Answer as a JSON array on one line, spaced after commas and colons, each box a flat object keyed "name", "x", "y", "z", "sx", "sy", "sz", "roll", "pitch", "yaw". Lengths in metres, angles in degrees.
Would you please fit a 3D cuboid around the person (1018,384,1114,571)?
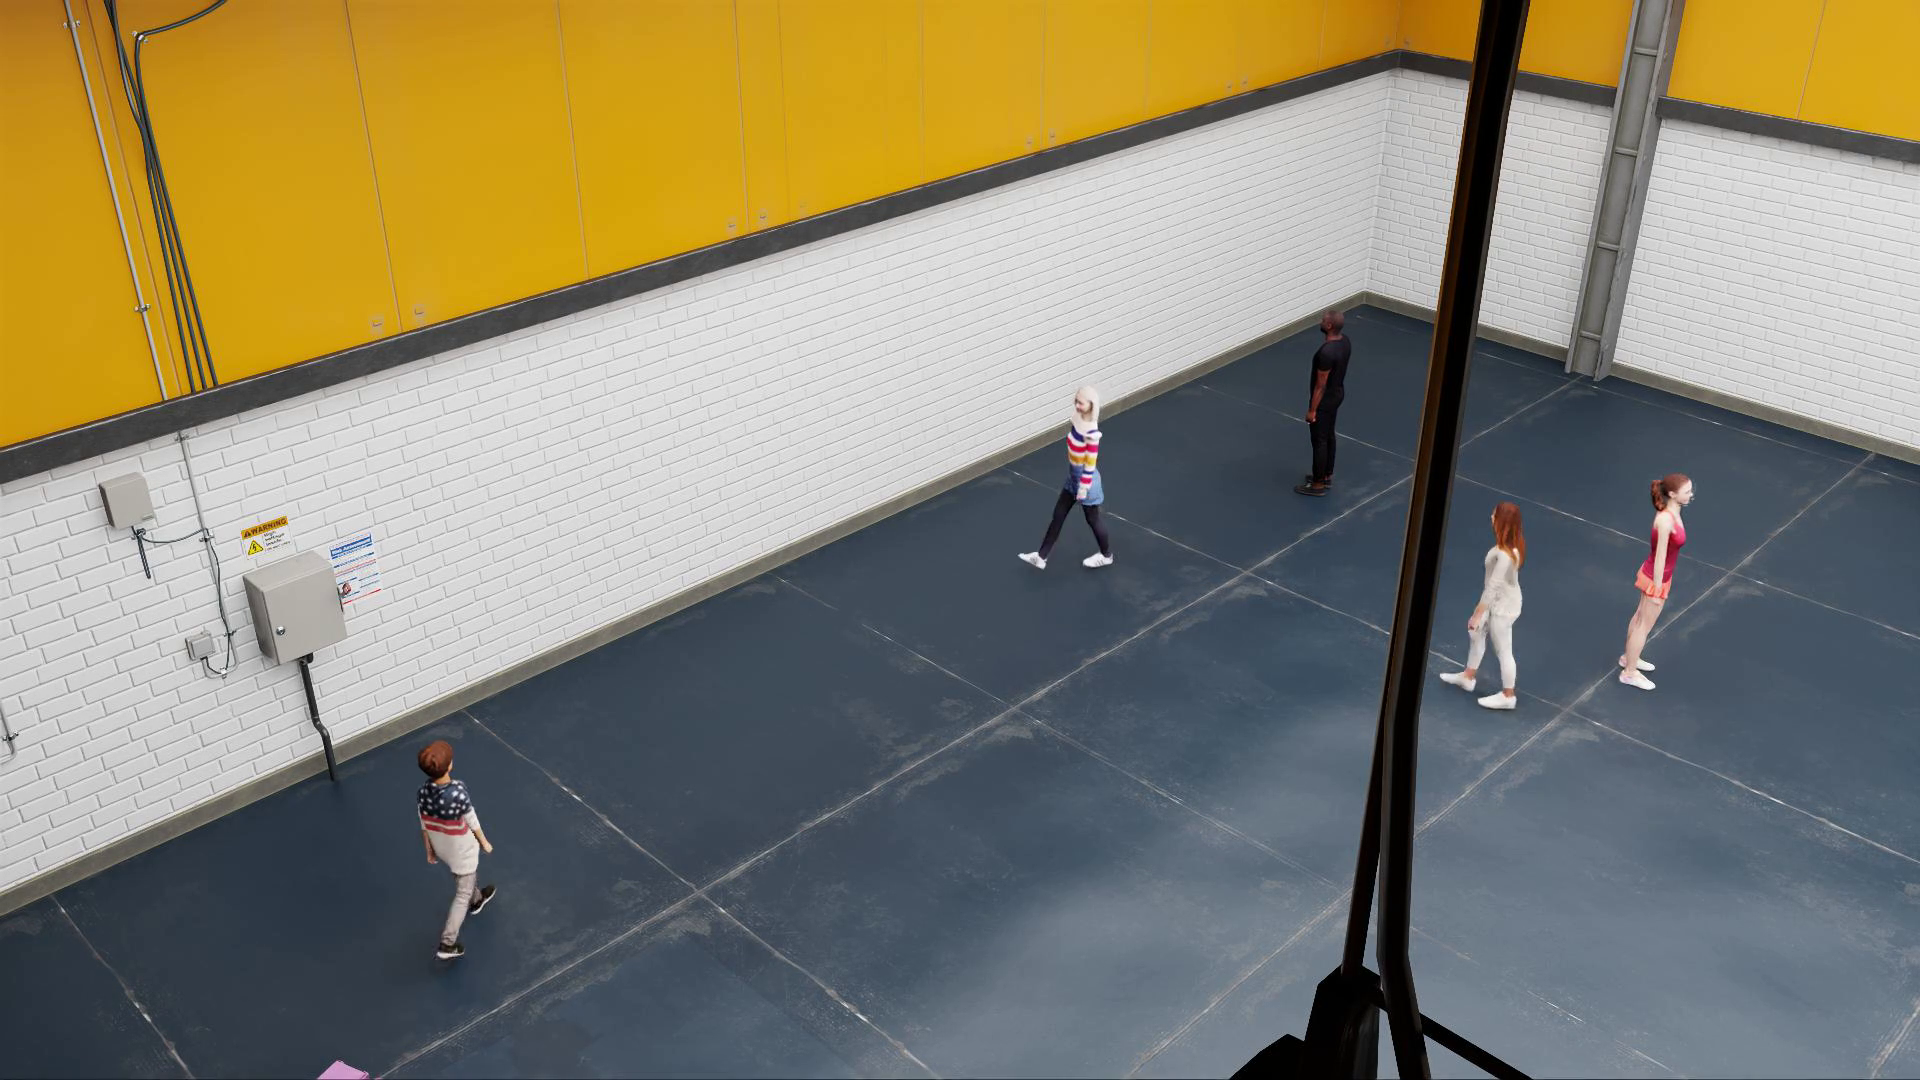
[{"name": "person", "x": 1.132, "y": -0.498, "z": 14.127, "sx": 1.046, "sy": 1.760, "sz": 1.141, "roll": -8, "pitch": 30, "yaw": -14}]

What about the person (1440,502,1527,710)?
[{"name": "person", "x": 4.102, "y": 0.518, "z": 12.338, "sx": 0.923, "sy": 1.689, "sz": 0.788, "roll": 10, "pitch": 30, "yaw": 17}]

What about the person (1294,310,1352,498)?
[{"name": "person", "x": 3.412, "y": -1.282, "z": 15.501, "sx": 0.627, "sy": 1.820, "sz": 0.706, "roll": 18, "pitch": 33, "yaw": 30}]

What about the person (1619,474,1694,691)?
[{"name": "person", "x": 5.316, "y": 0.285, "z": 12.698, "sx": 0.669, "sy": 1.754, "sz": 0.651, "roll": 10, "pitch": 30, "yaw": 18}]

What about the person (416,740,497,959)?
[{"name": "person", "x": -3.099, "y": 1.886, "z": 10.119, "sx": 0.966, "sy": 1.412, "sz": 0.837, "roll": 11, "pitch": 30, "yaw": 19}]
